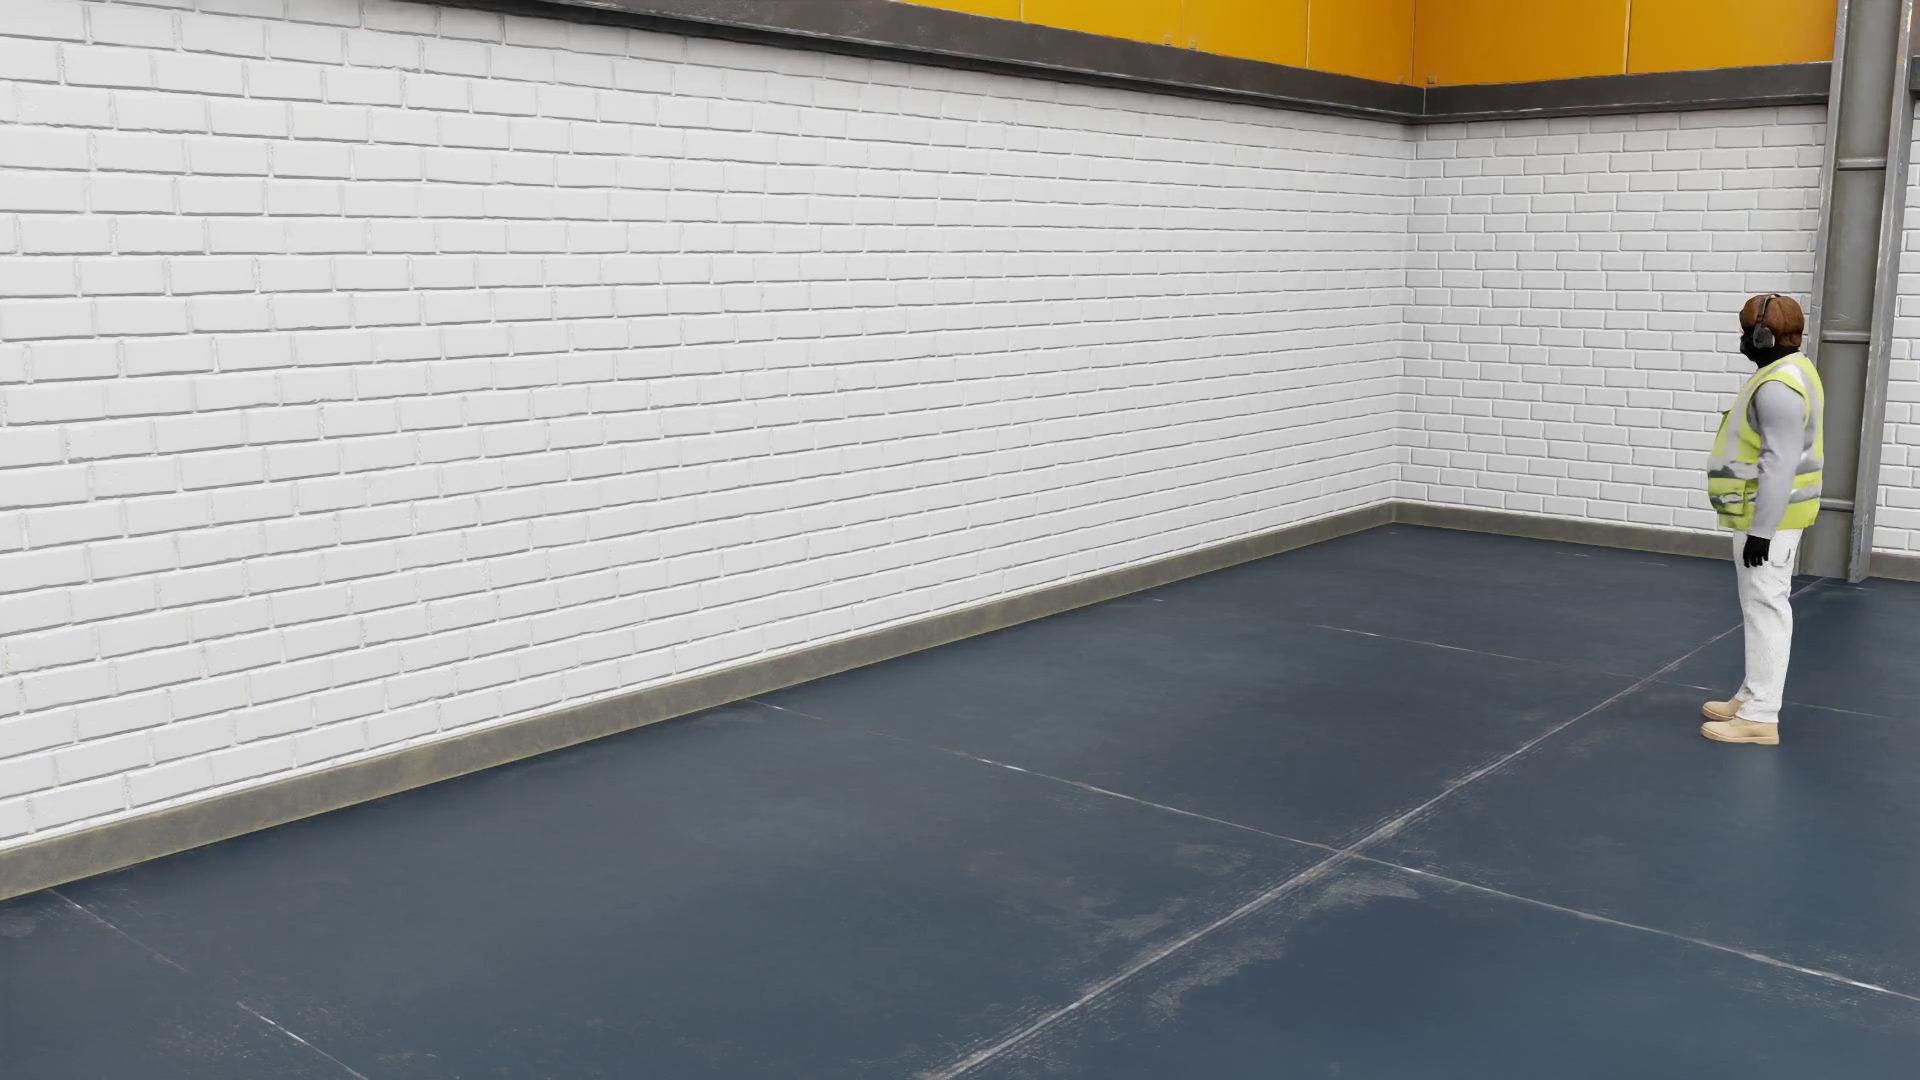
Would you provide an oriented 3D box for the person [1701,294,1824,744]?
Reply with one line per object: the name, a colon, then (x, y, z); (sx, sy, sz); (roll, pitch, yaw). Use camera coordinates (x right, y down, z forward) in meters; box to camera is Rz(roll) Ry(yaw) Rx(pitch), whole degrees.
person: (3.287, -0.083, 6.832); (0.430, 1.840, 0.623); (5, 11, 28)
